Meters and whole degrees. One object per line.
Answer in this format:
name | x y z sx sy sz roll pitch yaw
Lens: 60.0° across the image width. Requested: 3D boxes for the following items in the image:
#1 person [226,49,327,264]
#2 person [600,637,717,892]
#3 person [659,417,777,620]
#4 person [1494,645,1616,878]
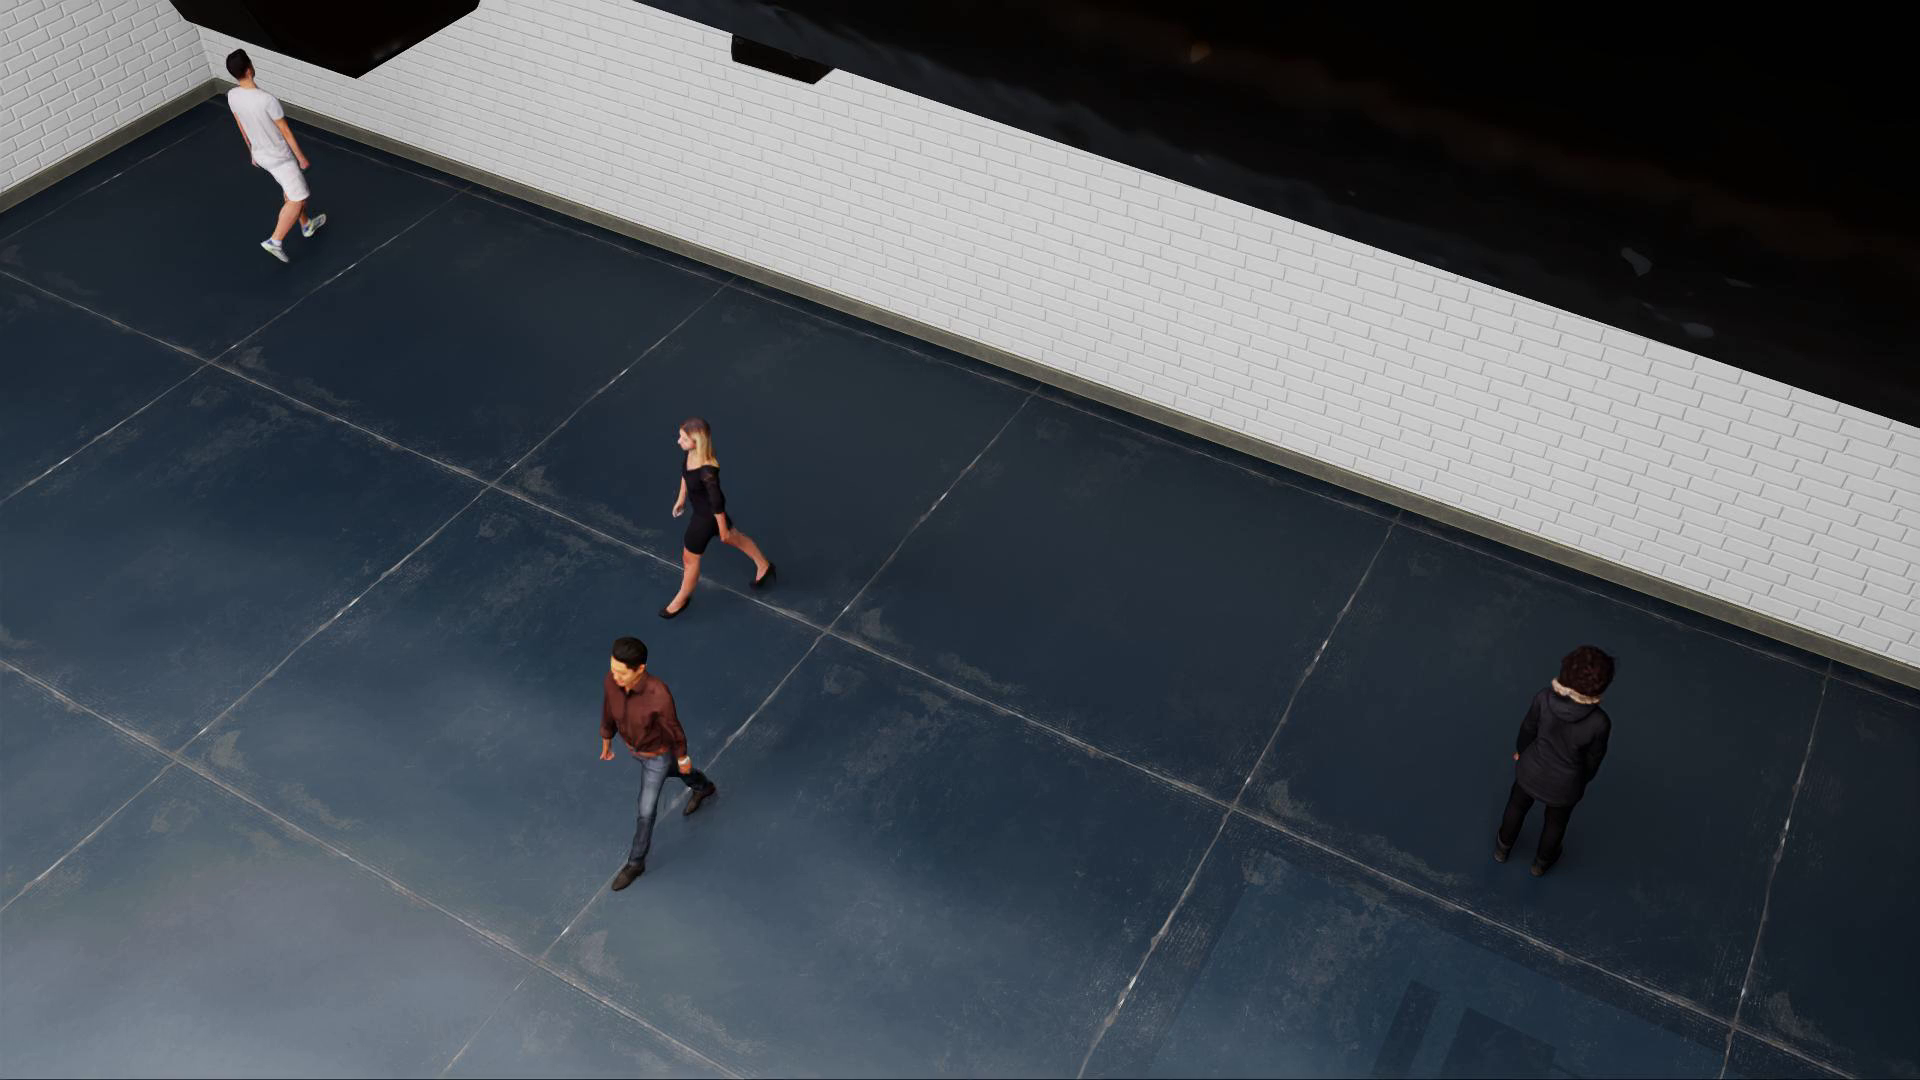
person | -5.839 -3.230 14.081 0.695 1.836 1.058 19 47 19
person | -1.723 1.146 9.563 0.733 1.733 1.172 26 49 24
person | -1.583 -0.178 11.028 1.099 1.628 1.012 -13 45 -13
person | 3.356 1.280 9.391 0.634 1.776 0.612 26 49 25
